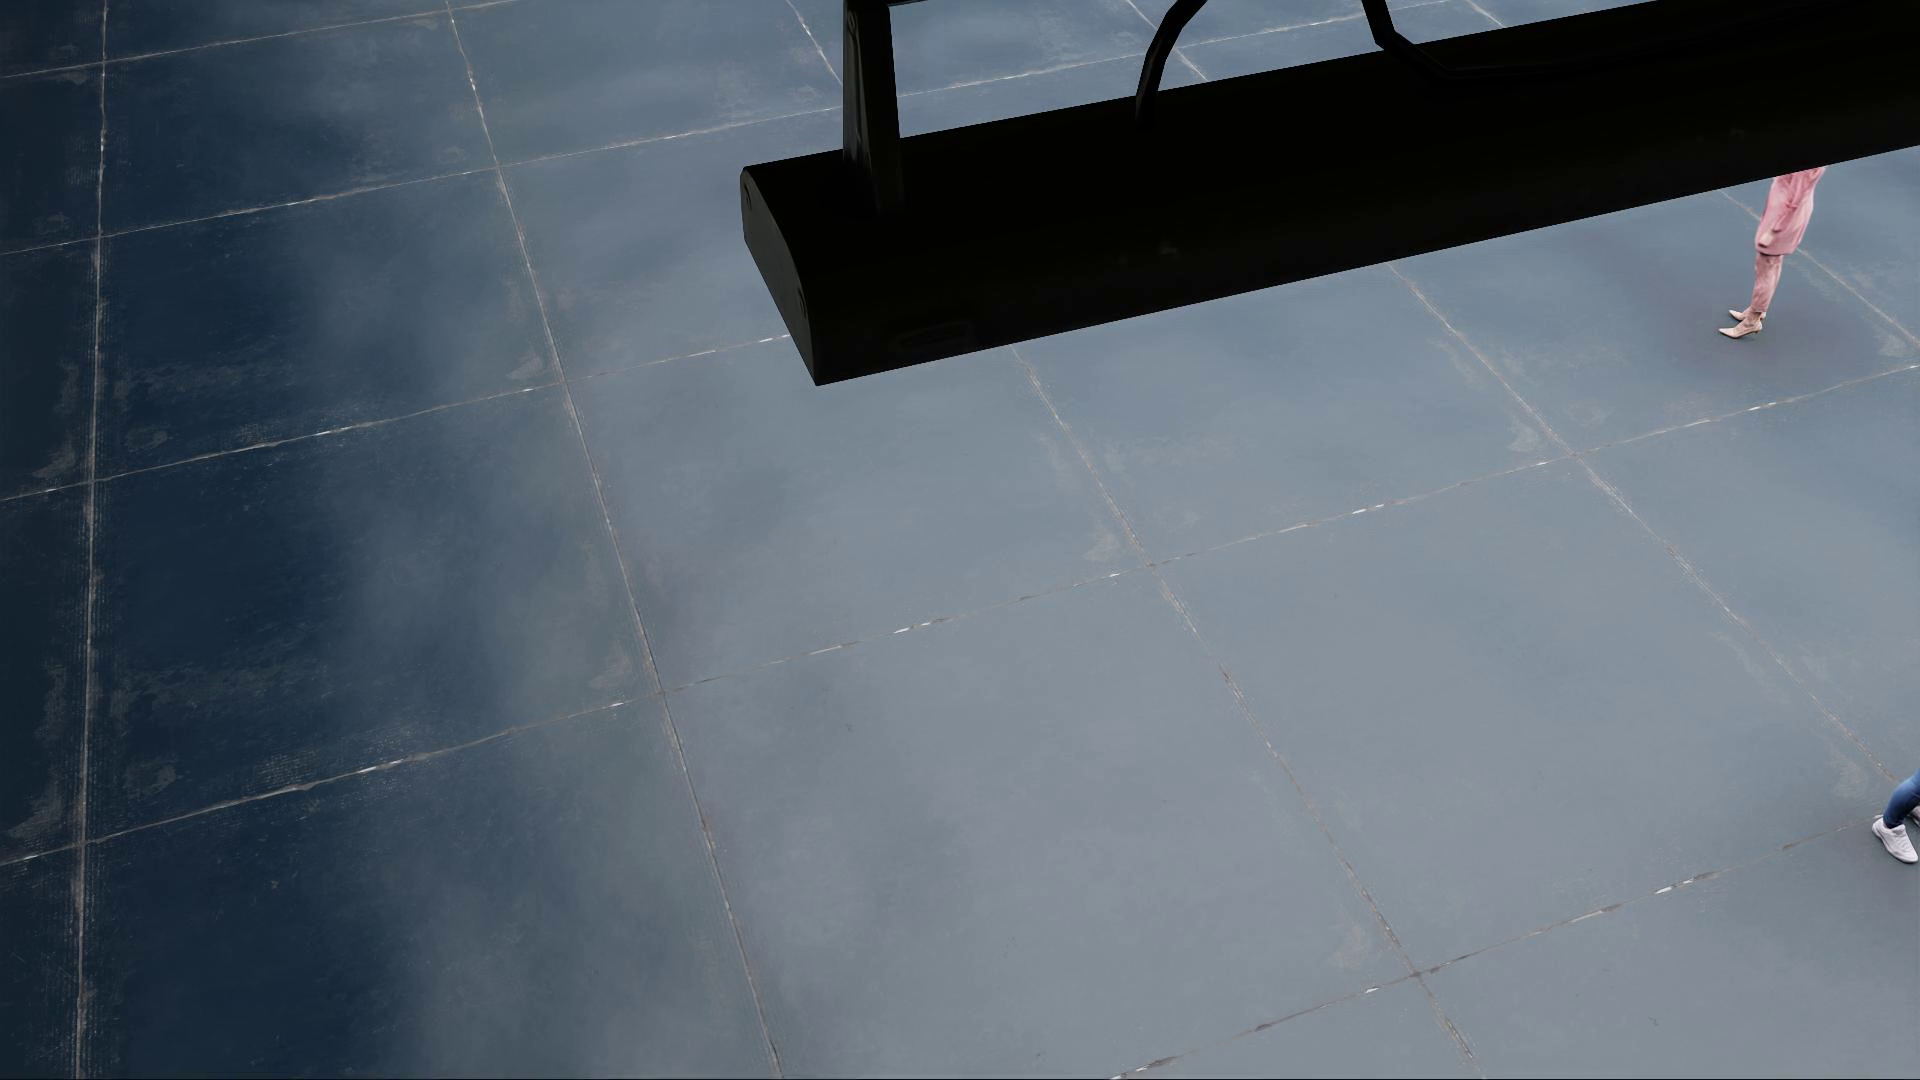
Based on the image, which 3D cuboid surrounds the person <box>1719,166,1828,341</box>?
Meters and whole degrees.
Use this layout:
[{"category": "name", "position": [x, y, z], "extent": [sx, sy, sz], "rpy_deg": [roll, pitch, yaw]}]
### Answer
[{"category": "person", "position": [5.524, -2.140, 11.123], "extent": [0.707, 1.803, 0.693], "rpy_deg": [27, 49, 26]}]
